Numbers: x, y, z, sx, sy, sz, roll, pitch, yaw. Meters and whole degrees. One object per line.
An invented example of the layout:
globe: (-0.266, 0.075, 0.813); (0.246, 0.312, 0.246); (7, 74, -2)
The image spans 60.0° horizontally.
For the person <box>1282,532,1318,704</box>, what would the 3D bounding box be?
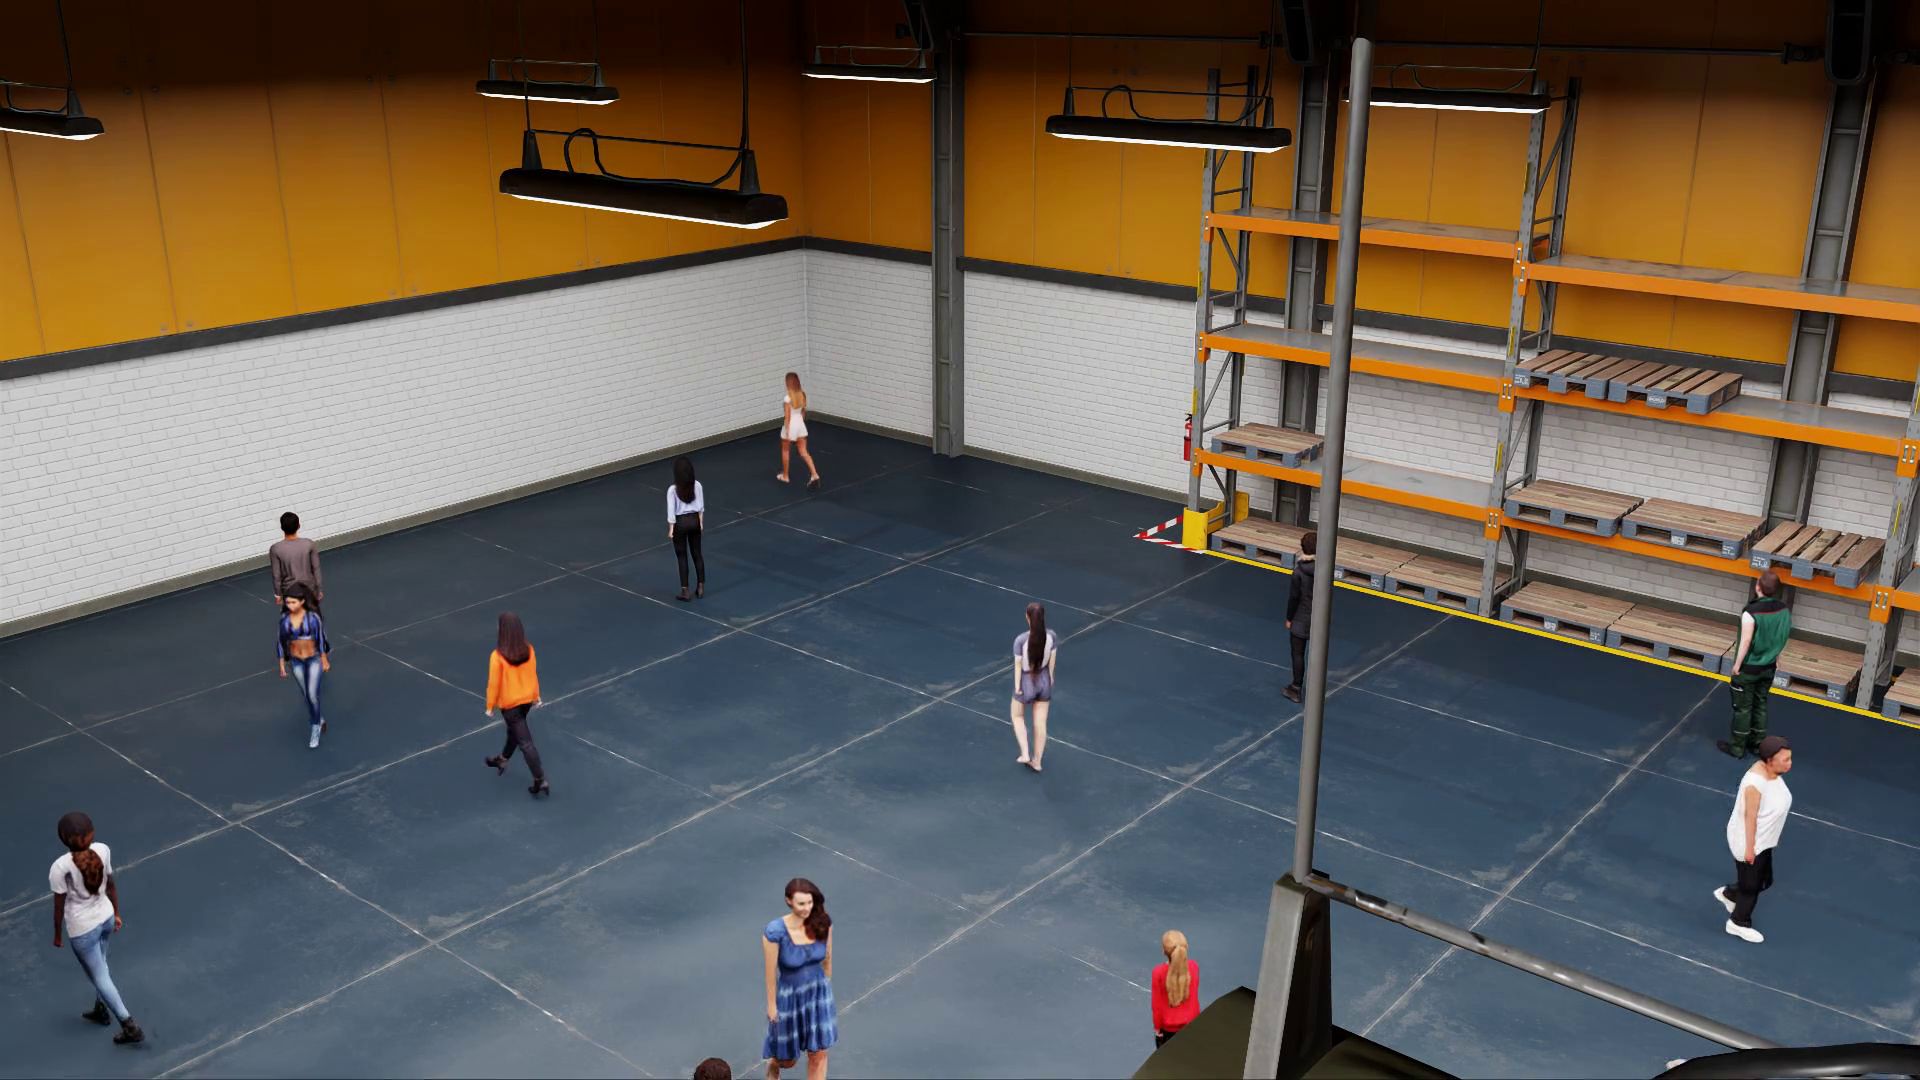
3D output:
person: (3.525, 0.781, 16.808); (0.724, 1.778, 0.758); (-5, 19, -13)

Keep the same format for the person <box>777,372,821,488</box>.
person: (-2.323, -1.559, 23.936); (1.118, 1.664, 0.633); (18, 25, 42)

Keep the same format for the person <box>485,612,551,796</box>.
person: (-3.882, 1.492, 14.803); (1.116, 1.709, 0.753); (11, 21, 29)

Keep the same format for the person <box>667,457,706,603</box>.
person: (-3.219, -0.136, 19.581); (0.689, 1.747, 0.625); (-14, 23, -36)

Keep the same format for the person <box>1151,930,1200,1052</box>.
person: (1.408, 3.112, 10.686); (0.790, 1.267, 0.872); (-3, 19, -10)

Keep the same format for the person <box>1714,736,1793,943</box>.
person: (5.998, 2.234, 12.652); (0.652, 1.677, 0.662); (16, 24, 39)

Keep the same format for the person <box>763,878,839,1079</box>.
person: (-1.035, 2.913, 10.452); (0.851, 1.794, 1.004); (-10, 21, -28)

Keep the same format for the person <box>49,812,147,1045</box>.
person: (-5.888, 2.658, 11.344); (0.988, 1.707, 0.768); (7, 20, 20)

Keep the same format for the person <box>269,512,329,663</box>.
person: (-6.949, 0.558, 17.487); (0.705, 1.768, 0.661); (16, 24, 39)

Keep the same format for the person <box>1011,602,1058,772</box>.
person: (0.709, 1.378, 15.257); (0.704, 1.636, 0.735); (-6, 20, -18)

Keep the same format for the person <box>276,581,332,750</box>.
person: (-6.246, 1.153, 15.975); (0.850, 1.604, 0.904); (1, 19, 2)

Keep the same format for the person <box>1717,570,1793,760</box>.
person: (7.453, 1.157, 15.593); (0.738, 1.841, 0.757); (-5, 19, -16)
